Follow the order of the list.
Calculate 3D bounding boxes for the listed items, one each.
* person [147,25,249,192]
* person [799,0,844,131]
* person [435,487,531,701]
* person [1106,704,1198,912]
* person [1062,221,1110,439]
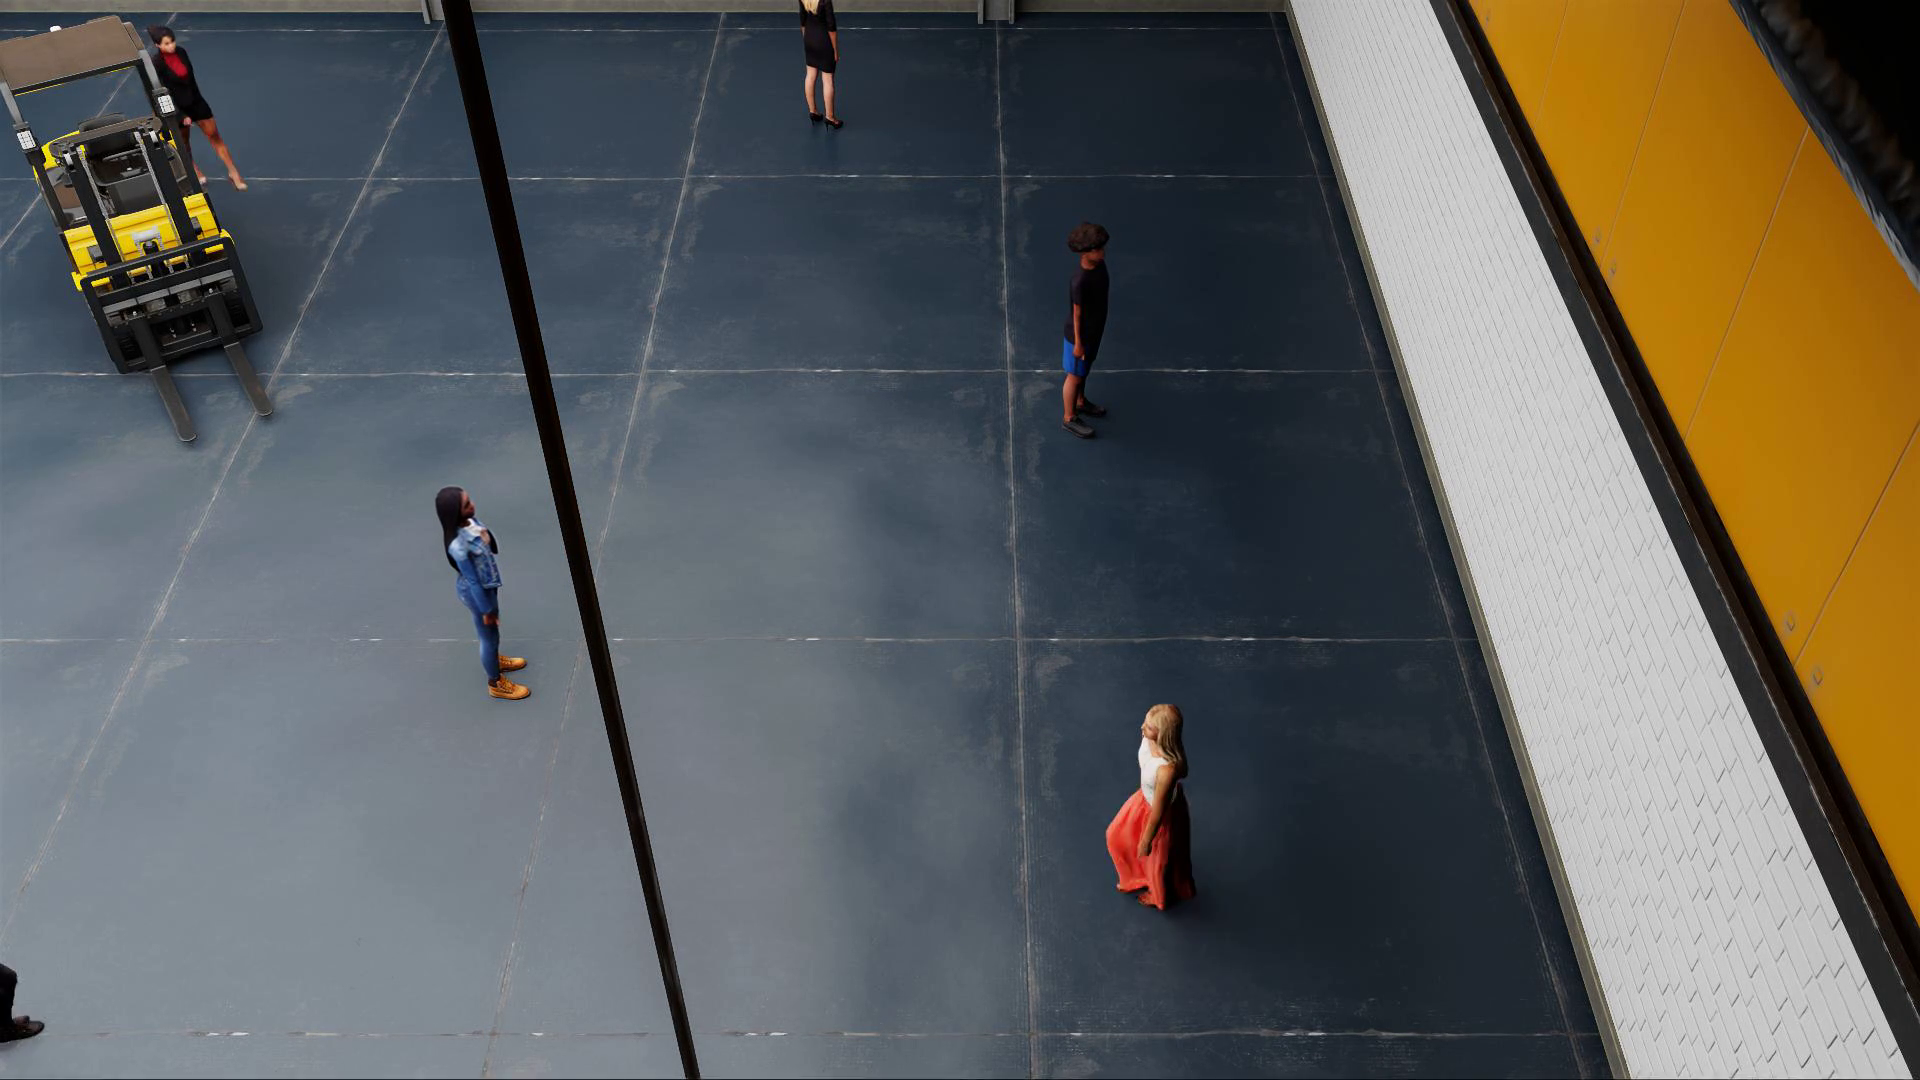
[{"bbox_3d":[-7.076,-3.911,15.089,1.012,1.612,0.899,29,51,27],"label":"person"},{"bbox_3d":[-1.345,-4.722,15.894,0.578,1.677,0.670,27,50,26],"label":"person"},{"bbox_3d":[-3.060,0.321,10.573,0.592,1.713,0.647,-10,44,-10],"label":"person"},{"bbox_3d":[1.204,1.498,9.285,0.786,1.787,0.691,-4,44,-4],"label":"person"},{"bbox_3d":[0.932,-1.604,12.531,0.708,1.800,0.691,17,46,17],"label":"person"}]
